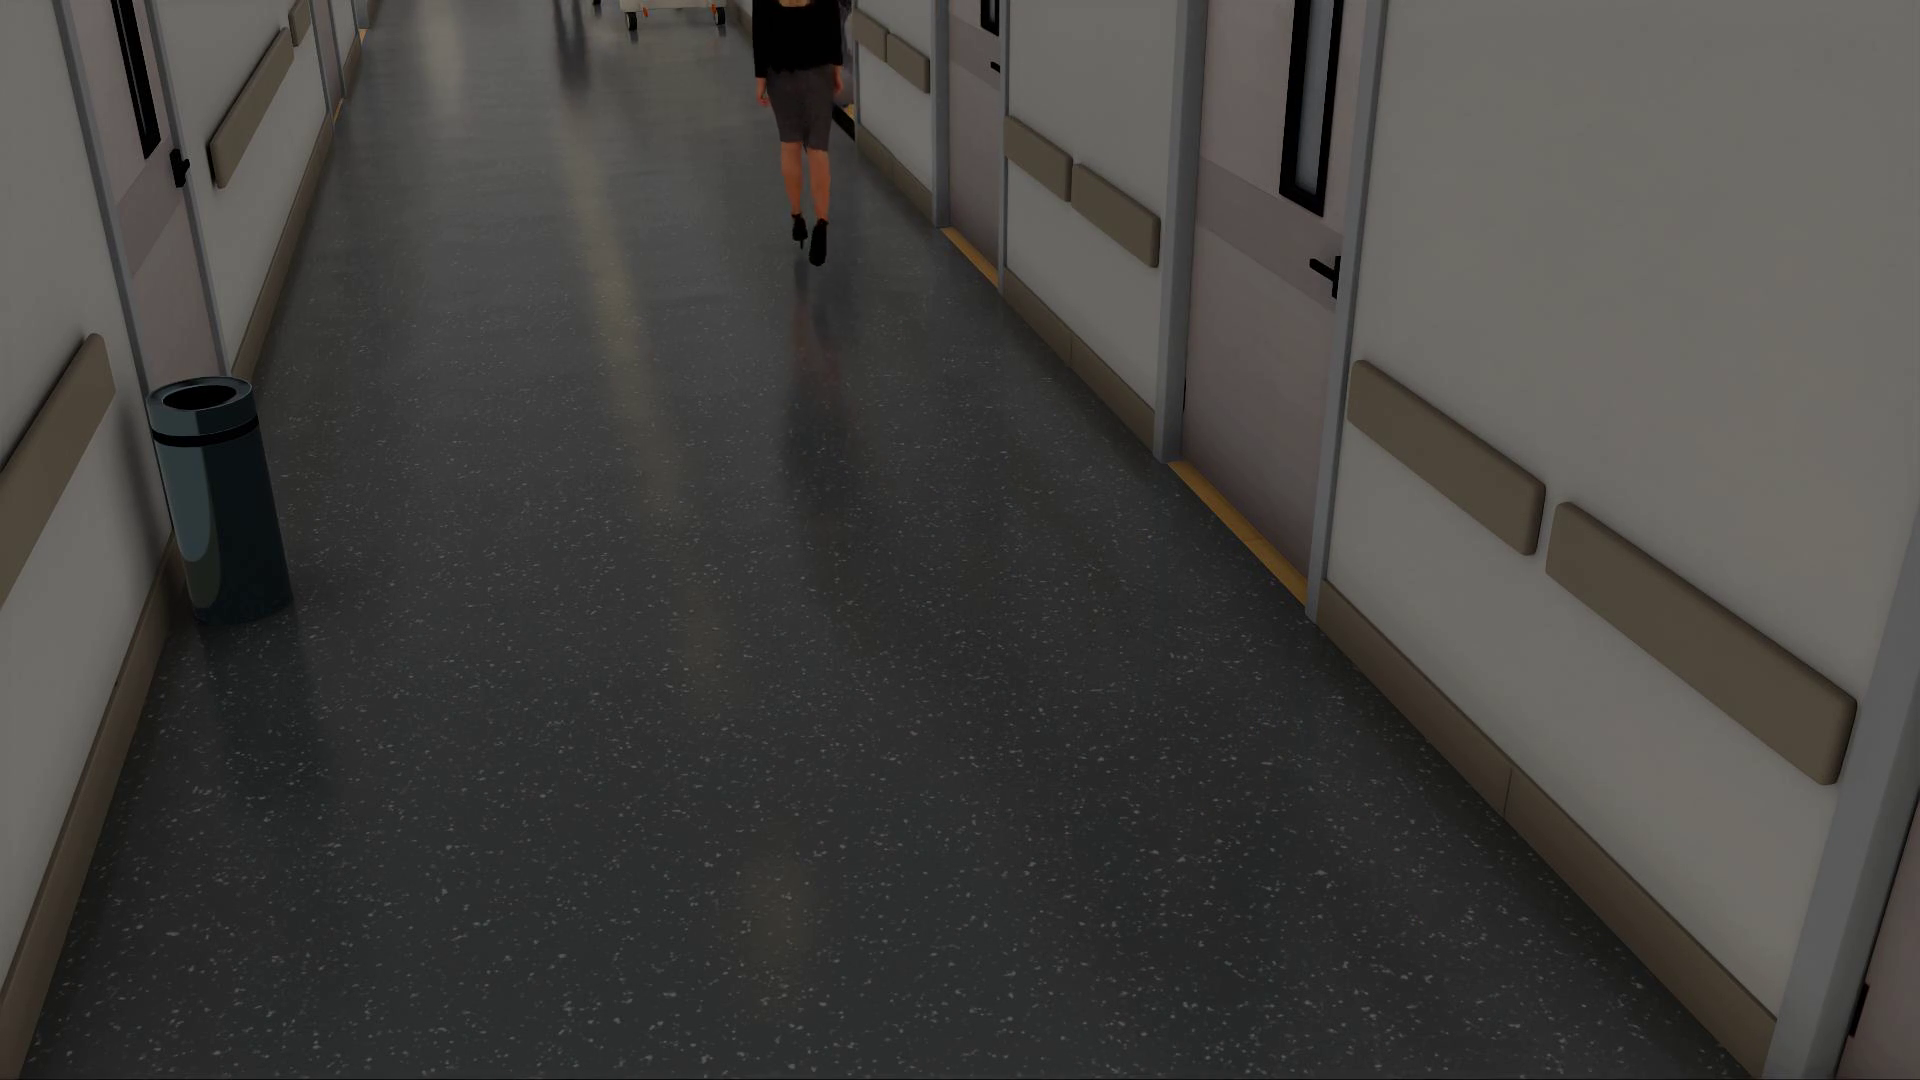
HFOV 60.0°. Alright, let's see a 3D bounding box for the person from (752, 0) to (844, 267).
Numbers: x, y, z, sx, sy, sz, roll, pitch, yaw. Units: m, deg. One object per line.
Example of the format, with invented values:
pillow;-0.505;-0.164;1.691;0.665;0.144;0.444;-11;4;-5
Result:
person;-0.774;-2.224;8.271;1.131;1.806;0.759;-3;26;-7
